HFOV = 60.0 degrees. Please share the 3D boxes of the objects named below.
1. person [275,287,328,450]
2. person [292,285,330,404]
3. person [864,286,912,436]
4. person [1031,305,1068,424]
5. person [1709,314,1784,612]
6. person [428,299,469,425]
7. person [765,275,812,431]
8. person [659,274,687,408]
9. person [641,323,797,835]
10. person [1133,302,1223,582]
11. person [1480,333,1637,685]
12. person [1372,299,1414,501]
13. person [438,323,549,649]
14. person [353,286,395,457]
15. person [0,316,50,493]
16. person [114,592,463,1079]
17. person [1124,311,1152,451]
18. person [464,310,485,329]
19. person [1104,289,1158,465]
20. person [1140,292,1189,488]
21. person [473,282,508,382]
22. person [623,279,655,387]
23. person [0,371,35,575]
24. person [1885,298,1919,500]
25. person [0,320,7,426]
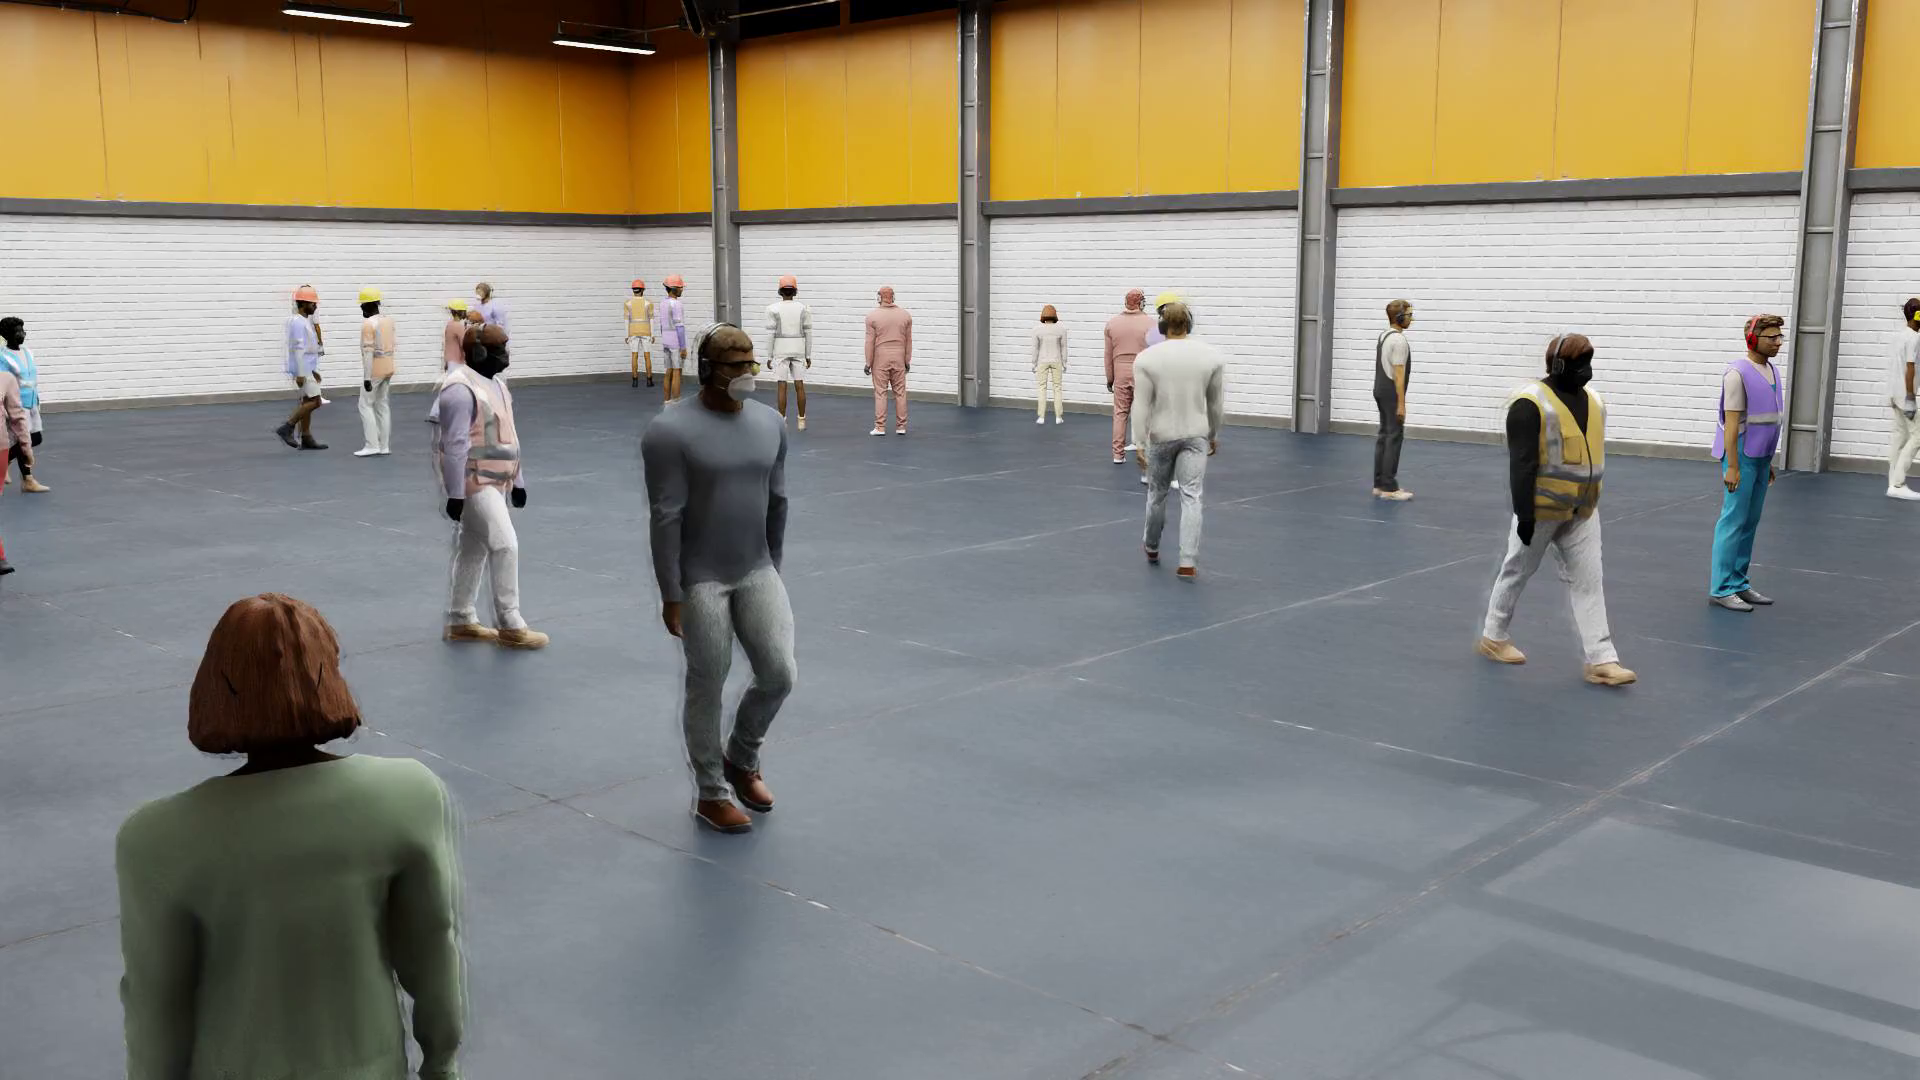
[{"bbox_3d":[-7.670,-1.991,19.412,0.514,1.914,0.544,-3,10,-19],"label":"person"},{"bbox_3d":[-10.217,-3.066,26.134,0.513,1.872,0.328,3,10,18],"label":"person"},{"bbox_3d":[-0.925,-2.273,21.181,0.638,1.903,0.408,-4,10,-23],"label":"person"},{"bbox_3d":[1.226,-2.402,22.788,0.497,1.633,0.289,0,9,1],"label":"person"},{"bbox_3d":[4.917,-0.487,10.403,0.573,1.841,0.374,-8,13,-42],"label":"person"},{"bbox_3d":[-6.909,-2.439,22.764,0.918,1.717,0.540,-7,11,-35],"label":"person"},{"bbox_3d":[-2.235,-2.429,21.697,0.607,2.044,0.377,-3,10,-17],"label":"person"},{"bbox_3d":[-4.150,-2.845,24.251,0.373,2.044,0.608,-7,11,-35],"label":"person"},{"bbox_3d":[-0.872,0.159,6.213,0.631,1.925,0.439,-7,12,-38],"label":"person"},{"bbox_3d":[1.502,-0.702,11.578,0.643,1.885,1.020,0,9,1],"label":"person"},{"bbox_3d":[3.103,-0.172,8.638,0.641,1.793,0.987,-4,10,-24],"label":"person"},{"bbox_3d":[3.991,-1.285,15.307,0.364,1.838,0.557,-1,9,-4],"label":"person"},{"bbox_3d":[-2.587,-0.299,9.332,0.769,1.810,0.654,0,9,3],"label":"person"},{"bbox_3d":[-6.629,-1.899,18.823,0.434,1.922,0.608,2,9,10],"label":"person"},{"bbox_3d":[-8.971,-1.280,15.756,0.570,1.676,0.540,1,9,6],"label":"person"},{"bbox_3d":[-1.025,0.893,2.631,0.501,1.620,0.427,-7,12,-39],"label":"person"},{"bbox_3d":[2.089,-1.852,19.397,0.307,1.639,0.525,7,12,36],"label":"person"},{"bbox_3d":[-6.119,-2.115,21.108,0.273,1.614,0.643,-3,10,-18],"label":"person"},{"bbox_3d":[1.889,-1.759,18.007,0.651,1.907,0.409,4,10,24],"label":"person"},{"bbox_3d":[1.989,-1.436,16.085,0.381,1.892,0.643,-5,10,-26],"label":"person"},{"bbox_3d":[-7.245,-2.942,25.266,0.869,1.907,0.641,-9,13,-44],"label":"person"},{"bbox_3d":[-5.750,-3.703,29.859,0.542,1.930,0.374,-1,9,-7],"label":"person"},{"bbox_3d":[-6.678,-0.613,11.478,0.826,1.729,0.552,6,11,34],"label":"person"},{"bbox_3d":[8.758,-1.298,15.336,0.384,1.857,0.587,3,10,15],"label":"person"},{"bbox_3d":[-12.626,-2.297,21.576,0.591,1.819,0.419,8,12,40],"label":"person"}]
